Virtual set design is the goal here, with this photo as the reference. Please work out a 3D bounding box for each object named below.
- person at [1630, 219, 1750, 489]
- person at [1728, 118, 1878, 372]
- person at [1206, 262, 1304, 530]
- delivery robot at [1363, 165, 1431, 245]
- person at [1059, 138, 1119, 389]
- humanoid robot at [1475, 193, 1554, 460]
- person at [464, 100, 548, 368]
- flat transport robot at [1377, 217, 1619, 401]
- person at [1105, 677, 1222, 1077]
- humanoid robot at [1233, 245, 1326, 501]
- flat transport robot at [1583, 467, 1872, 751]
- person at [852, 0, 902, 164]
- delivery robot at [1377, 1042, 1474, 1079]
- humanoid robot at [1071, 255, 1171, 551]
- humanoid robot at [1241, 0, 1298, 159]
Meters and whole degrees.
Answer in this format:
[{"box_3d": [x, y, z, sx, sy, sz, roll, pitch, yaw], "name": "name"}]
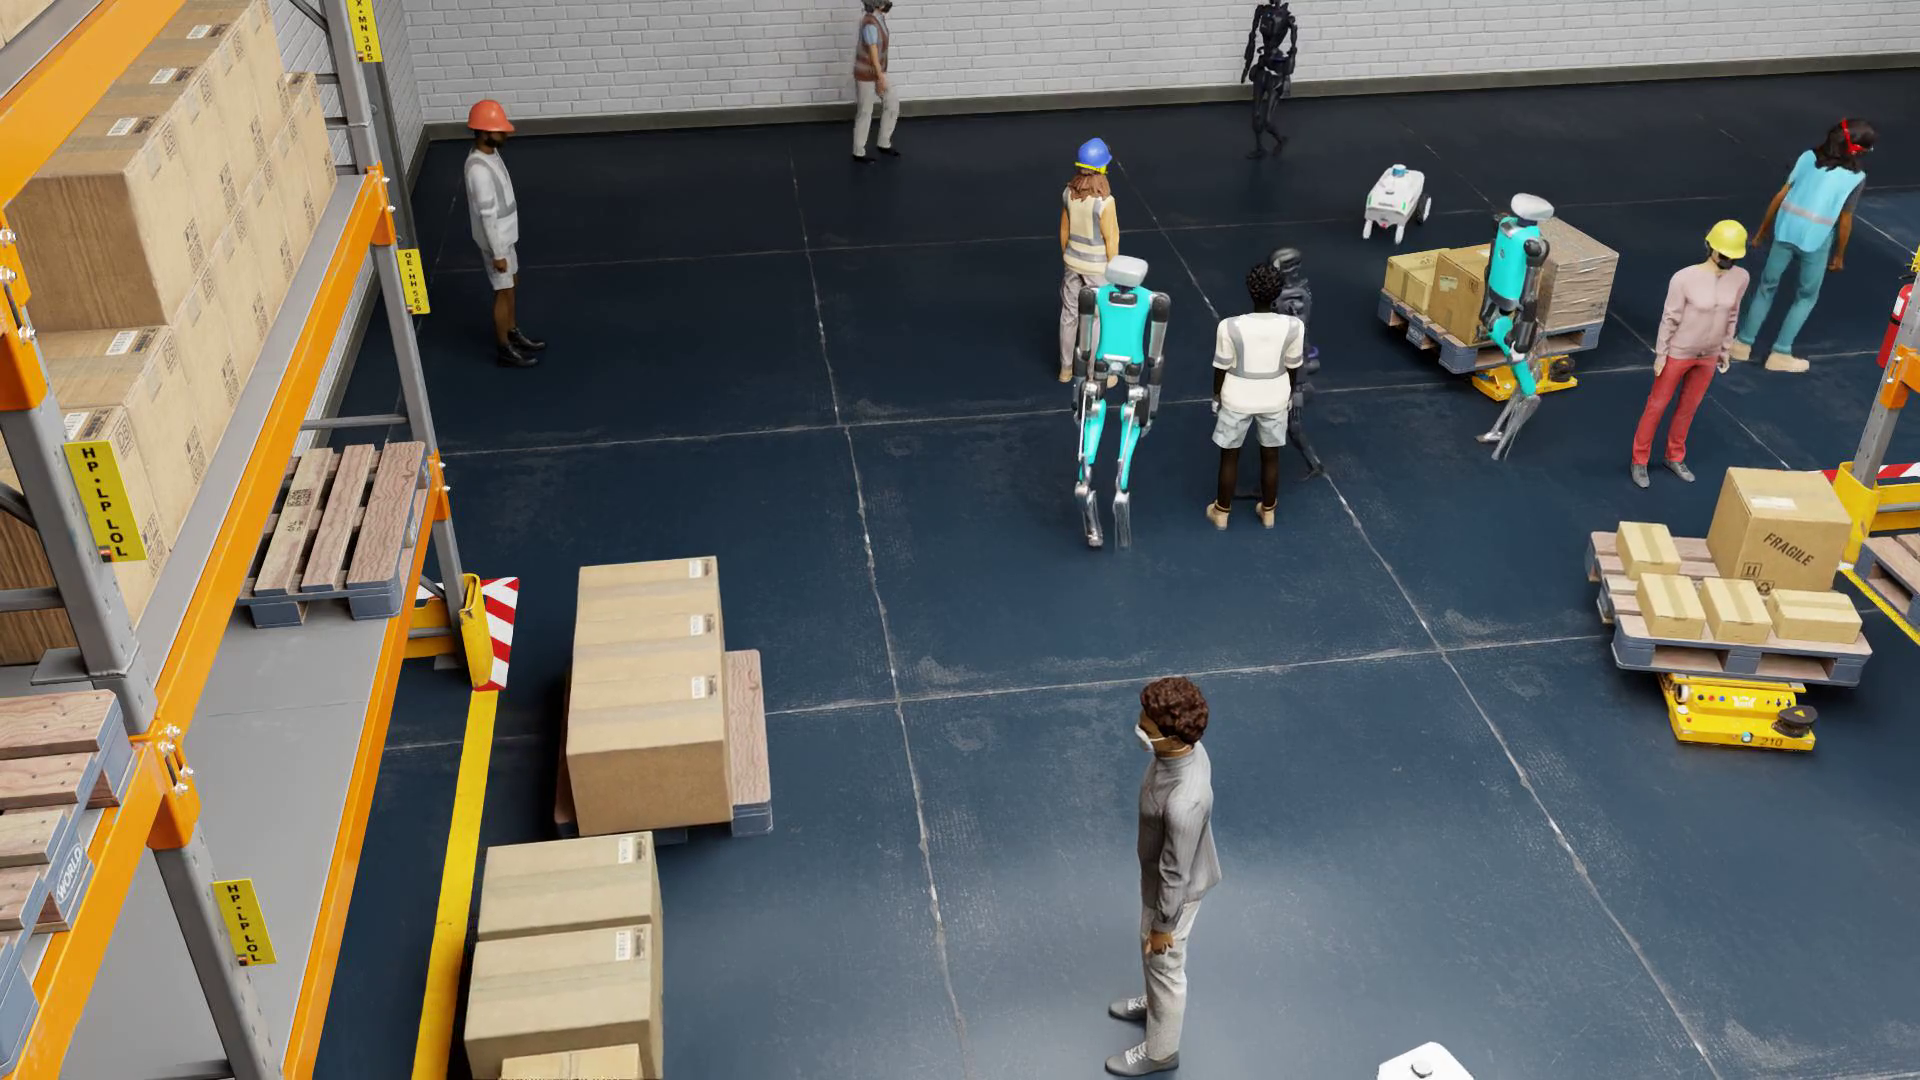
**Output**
[{"box_3d": [4.510, -1.141, 10.234, 0.522, 1.765, 0.314, -6, 34, -10], "name": "person"}, {"box_3d": [5.795, -2.076, 11.606, 0.387, 1.849, 0.693, -27, 42, -35], "name": "person"}, {"box_3d": [1.733, -0.825, 9.818, 0.530, 1.691, 0.322, -2, 33, -3], "name": "person"}, {"box_3d": [3.656, -2.852, 13.980, 0.499, 0.614, 0.812, 15, 36, 21], "name": "delivery robot"}, {"box_3d": [0.884, -1.863, 11.324, 0.462, 1.781, 0.306, 25, 41, 33], "name": "person"}, {"box_3d": [3.621, -1.331, 10.581, 0.680, 1.836, 0.542, -8, 34, -12], "name": "humanoid robot"}, {"box_3d": [-3.186, -2.114, 11.583, 0.387, 1.926, 0.544, -4, 33, -5], "name": "person"}, {"box_3d": [3.760, -1.436, 12.053, 0.659, 0.231, 1.431, -11, 35, -17], "name": "flat transport robot"}, {"box_3d": [0.802, 1.300, 6.378, 0.404, 1.892, 0.536, 2, 33, 3], "name": "person"}, {"box_3d": [2.022, -1.033, 10.180, 0.692, 1.617, 0.611, -5, 33, -8], "name": "humanoid robot"}, {"box_3d": [4.058, 0.590, 8.949, 0.659, 0.231, 1.431, 4, 33, 6], "name": "flat transport robot"}, {"box_3d": [-0.748, -4.203, 15.017, 0.577, 1.664, 0.433, 9, 34, 14], "name": "person"}, {"box_3d": [1.850, 2.245, 6.142, 0.499, 0.585, 0.775, -15, 36, -22], "name": "delivery robot"}, {"box_3d": [0.871, -0.657, 9.586, 0.537, 1.841, 0.776, 7, 34, 10], "name": "humanoid robot"}, {"box_3d": [2.827, -4.278, 15.118, 0.374, 1.642, 0.615, -23, 39, -30], "name": "humanoid robot"}]
